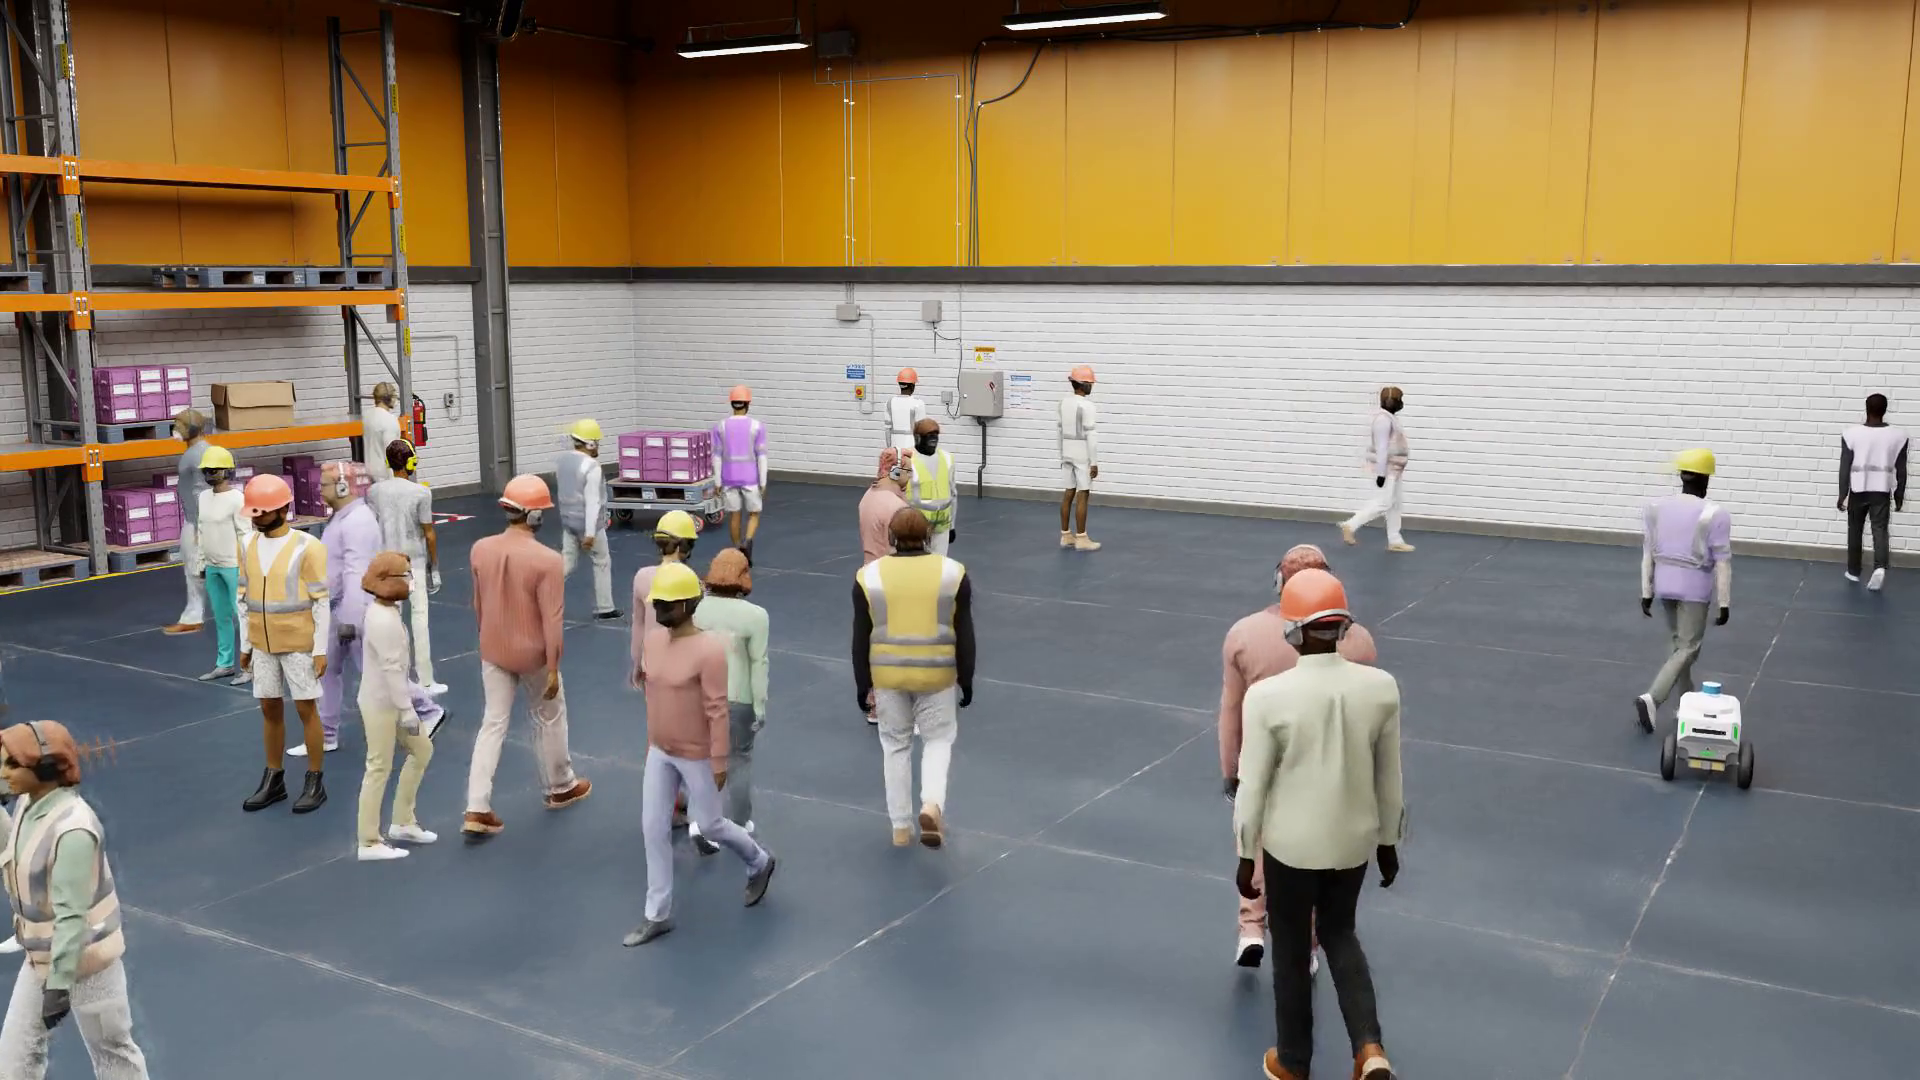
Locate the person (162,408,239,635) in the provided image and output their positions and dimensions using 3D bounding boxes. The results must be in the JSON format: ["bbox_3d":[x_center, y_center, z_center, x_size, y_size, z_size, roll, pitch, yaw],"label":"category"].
[{"bbox_3d":[-6.340,-0.148,13.910,0.640,1.932,0.642,-4,10,-26],"label":"person"}]

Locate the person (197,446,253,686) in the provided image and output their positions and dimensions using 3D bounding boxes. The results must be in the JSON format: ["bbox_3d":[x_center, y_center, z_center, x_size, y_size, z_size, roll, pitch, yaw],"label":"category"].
[{"bbox_3d":[-5.438,0.188,12.293,0.528,1.772,0.304,5,10,27],"label":"person"}]

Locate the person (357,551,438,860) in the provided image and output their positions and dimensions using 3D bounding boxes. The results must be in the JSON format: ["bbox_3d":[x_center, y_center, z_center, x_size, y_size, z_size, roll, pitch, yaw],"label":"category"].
[{"bbox_3d":[-2.909,0.858,8.600,0.534,1.618,0.515,-2,9,-13],"label":"person"}]

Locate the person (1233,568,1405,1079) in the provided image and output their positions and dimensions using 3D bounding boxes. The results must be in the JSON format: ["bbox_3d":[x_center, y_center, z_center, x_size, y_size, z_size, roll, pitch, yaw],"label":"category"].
[{"bbox_3d":[1.303,1.094,5.970,0.640,1.979,0.562,-2,9,-15],"label":"person"}]

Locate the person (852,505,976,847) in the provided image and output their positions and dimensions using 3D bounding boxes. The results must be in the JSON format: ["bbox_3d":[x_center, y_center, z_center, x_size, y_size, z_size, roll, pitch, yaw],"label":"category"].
[{"bbox_3d":[-0.243,0.735,8.673,0.655,1.832,0.576,0,9,0],"label":"person"}]

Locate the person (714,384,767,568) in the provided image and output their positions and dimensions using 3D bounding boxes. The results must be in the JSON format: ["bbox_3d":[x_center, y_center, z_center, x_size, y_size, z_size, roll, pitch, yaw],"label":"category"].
[{"bbox_3d":[-2.233,-0.620,16.881,0.546,1.923,0.602,0,9,3],"label":"person"}]

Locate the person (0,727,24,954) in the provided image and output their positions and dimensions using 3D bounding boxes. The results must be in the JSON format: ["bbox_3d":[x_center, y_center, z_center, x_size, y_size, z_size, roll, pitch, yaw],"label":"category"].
[{"bbox_3d":[-4.437,0.978,7.208,0.531,1.813,0.982,9,13,43],"label":"person"}]

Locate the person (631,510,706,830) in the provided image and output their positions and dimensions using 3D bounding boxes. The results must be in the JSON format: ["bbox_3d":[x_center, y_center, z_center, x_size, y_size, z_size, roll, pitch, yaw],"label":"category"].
[{"bbox_3d":[-1.533,0.705,9.107,0.556,1.744,0.506,7,12,38],"label":"person"}]

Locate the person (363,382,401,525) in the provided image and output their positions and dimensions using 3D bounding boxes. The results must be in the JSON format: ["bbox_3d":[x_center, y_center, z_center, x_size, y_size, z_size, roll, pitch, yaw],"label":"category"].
[{"bbox_3d":[-5.904,-0.655,17.073,0.374,1.931,0.629,-8,12,-40],"label":"person"}]

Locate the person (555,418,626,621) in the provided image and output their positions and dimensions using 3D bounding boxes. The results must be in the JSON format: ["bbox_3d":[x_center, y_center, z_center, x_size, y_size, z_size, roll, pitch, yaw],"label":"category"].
[{"bbox_3d":[-3.312,-0.148,14.310,0.589,1.801,0.810,8,12,39],"label":"person"}]

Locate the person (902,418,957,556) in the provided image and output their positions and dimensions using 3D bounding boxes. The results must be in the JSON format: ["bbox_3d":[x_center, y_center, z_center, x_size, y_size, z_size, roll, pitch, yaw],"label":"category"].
[{"bbox_3d":[-0.289,-0.114,13.998,0.625,1.835,0.432,-6,11,-32],"label":"person"}]

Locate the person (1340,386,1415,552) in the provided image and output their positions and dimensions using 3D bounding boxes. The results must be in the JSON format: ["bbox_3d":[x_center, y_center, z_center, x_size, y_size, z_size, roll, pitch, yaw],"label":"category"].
[{"bbox_3d":[4.587,-0.772,18.128,0.731,1.821,0.632,3,10,19],"label":"person"}]

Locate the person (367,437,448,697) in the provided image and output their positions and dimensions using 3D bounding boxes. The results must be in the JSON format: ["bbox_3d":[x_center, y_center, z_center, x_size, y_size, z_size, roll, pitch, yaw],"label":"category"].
[{"bbox_3d":[-3.965,0.204,11.884,0.528,1.869,0.313,1,9,9],"label":"person"}]

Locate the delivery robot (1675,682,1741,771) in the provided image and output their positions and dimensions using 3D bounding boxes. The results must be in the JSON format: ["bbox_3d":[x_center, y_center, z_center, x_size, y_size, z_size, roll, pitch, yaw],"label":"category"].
[{"bbox_3d":[4.534,1.104,10.064,0.477,0.478,0.707,4,10,24],"label":"delivery robot"}]

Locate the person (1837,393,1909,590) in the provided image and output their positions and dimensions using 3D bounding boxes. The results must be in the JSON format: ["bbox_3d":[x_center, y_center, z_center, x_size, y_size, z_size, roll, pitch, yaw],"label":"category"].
[{"bbox_3d":[8.840,-0.481,16.116,0.595,1.889,0.928,3,10,19],"label":"person"}]

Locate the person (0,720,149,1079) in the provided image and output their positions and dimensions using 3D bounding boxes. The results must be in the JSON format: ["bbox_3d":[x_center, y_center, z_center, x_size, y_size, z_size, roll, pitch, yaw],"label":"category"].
[{"bbox_3d":[-2.973,1.380,5.313,0.546,1.606,0.745,8,12,42],"label":"person"}]

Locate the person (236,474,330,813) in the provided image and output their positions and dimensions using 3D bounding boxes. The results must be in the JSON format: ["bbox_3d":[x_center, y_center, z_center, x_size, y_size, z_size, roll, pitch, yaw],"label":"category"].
[{"bbox_3d":[-3.815,0.582,9.345,0.543,1.926,0.384,2,9,13],"label":"person"}]

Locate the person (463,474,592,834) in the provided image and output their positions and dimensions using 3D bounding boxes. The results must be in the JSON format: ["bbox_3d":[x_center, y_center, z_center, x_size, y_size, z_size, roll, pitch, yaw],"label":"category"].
[{"bbox_3d":[-2.413,0.611,9.093,0.623,1.952,0.973,3,10,17],"label":"person"}]

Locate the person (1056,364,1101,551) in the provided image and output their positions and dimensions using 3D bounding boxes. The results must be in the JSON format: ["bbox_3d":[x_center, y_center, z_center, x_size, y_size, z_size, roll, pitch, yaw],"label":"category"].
[{"bbox_3d":[1.324,-0.904,18.259,0.391,2.040,0.615,-6,11,-34],"label":"person"}]

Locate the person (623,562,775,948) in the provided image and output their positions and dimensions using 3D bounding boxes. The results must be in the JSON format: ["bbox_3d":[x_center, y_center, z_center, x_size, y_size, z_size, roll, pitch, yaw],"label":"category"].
[{"bbox_3d":[-1.213,0.946,7.662,0.527,1.742,0.779,7,11,37],"label":"person"}]

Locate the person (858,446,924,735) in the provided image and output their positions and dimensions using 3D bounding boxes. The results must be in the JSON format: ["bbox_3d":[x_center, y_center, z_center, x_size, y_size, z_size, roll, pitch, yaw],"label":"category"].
[{"bbox_3d":[-0.432,0.331,10.994,0.409,1.903,0.639,-4,10,-21],"label":"person"}]

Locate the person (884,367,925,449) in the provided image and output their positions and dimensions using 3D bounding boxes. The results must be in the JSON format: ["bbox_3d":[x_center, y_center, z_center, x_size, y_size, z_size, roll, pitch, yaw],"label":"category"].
[{"bbox_3d":[-0.615,-1.053,19.515,0.544,1.939,0.354,4,10,26],"label":"person"}]

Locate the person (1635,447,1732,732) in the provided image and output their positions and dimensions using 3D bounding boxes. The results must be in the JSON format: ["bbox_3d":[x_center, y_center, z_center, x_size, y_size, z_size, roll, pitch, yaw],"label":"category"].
[{"bbox_3d":[4.787,0.326,11.051,0.852,1.897,0.595,-6,11,-34],"label":"person"}]

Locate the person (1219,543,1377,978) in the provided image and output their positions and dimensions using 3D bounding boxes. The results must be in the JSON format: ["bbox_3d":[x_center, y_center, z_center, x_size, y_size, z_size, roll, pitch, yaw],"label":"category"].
[{"bbox_3d":[1.440,0.959,7.099,0.642,1.896,0.417,3,10,18],"label":"person"}]

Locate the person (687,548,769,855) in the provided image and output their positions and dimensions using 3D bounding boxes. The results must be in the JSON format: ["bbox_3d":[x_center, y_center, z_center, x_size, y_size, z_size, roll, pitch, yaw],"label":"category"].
[{"bbox_3d":[-1.257,0.853,8.676,0.513,1.601,0.667,1,9,9],"label":"person"}]

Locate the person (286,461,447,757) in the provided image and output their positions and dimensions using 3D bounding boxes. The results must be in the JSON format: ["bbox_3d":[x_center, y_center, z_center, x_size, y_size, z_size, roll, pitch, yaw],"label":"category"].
[{"bbox_3d":[-3.769,0.424,10.501,0.906,1.876,0.637,-6,11,-33],"label":"person"}]
